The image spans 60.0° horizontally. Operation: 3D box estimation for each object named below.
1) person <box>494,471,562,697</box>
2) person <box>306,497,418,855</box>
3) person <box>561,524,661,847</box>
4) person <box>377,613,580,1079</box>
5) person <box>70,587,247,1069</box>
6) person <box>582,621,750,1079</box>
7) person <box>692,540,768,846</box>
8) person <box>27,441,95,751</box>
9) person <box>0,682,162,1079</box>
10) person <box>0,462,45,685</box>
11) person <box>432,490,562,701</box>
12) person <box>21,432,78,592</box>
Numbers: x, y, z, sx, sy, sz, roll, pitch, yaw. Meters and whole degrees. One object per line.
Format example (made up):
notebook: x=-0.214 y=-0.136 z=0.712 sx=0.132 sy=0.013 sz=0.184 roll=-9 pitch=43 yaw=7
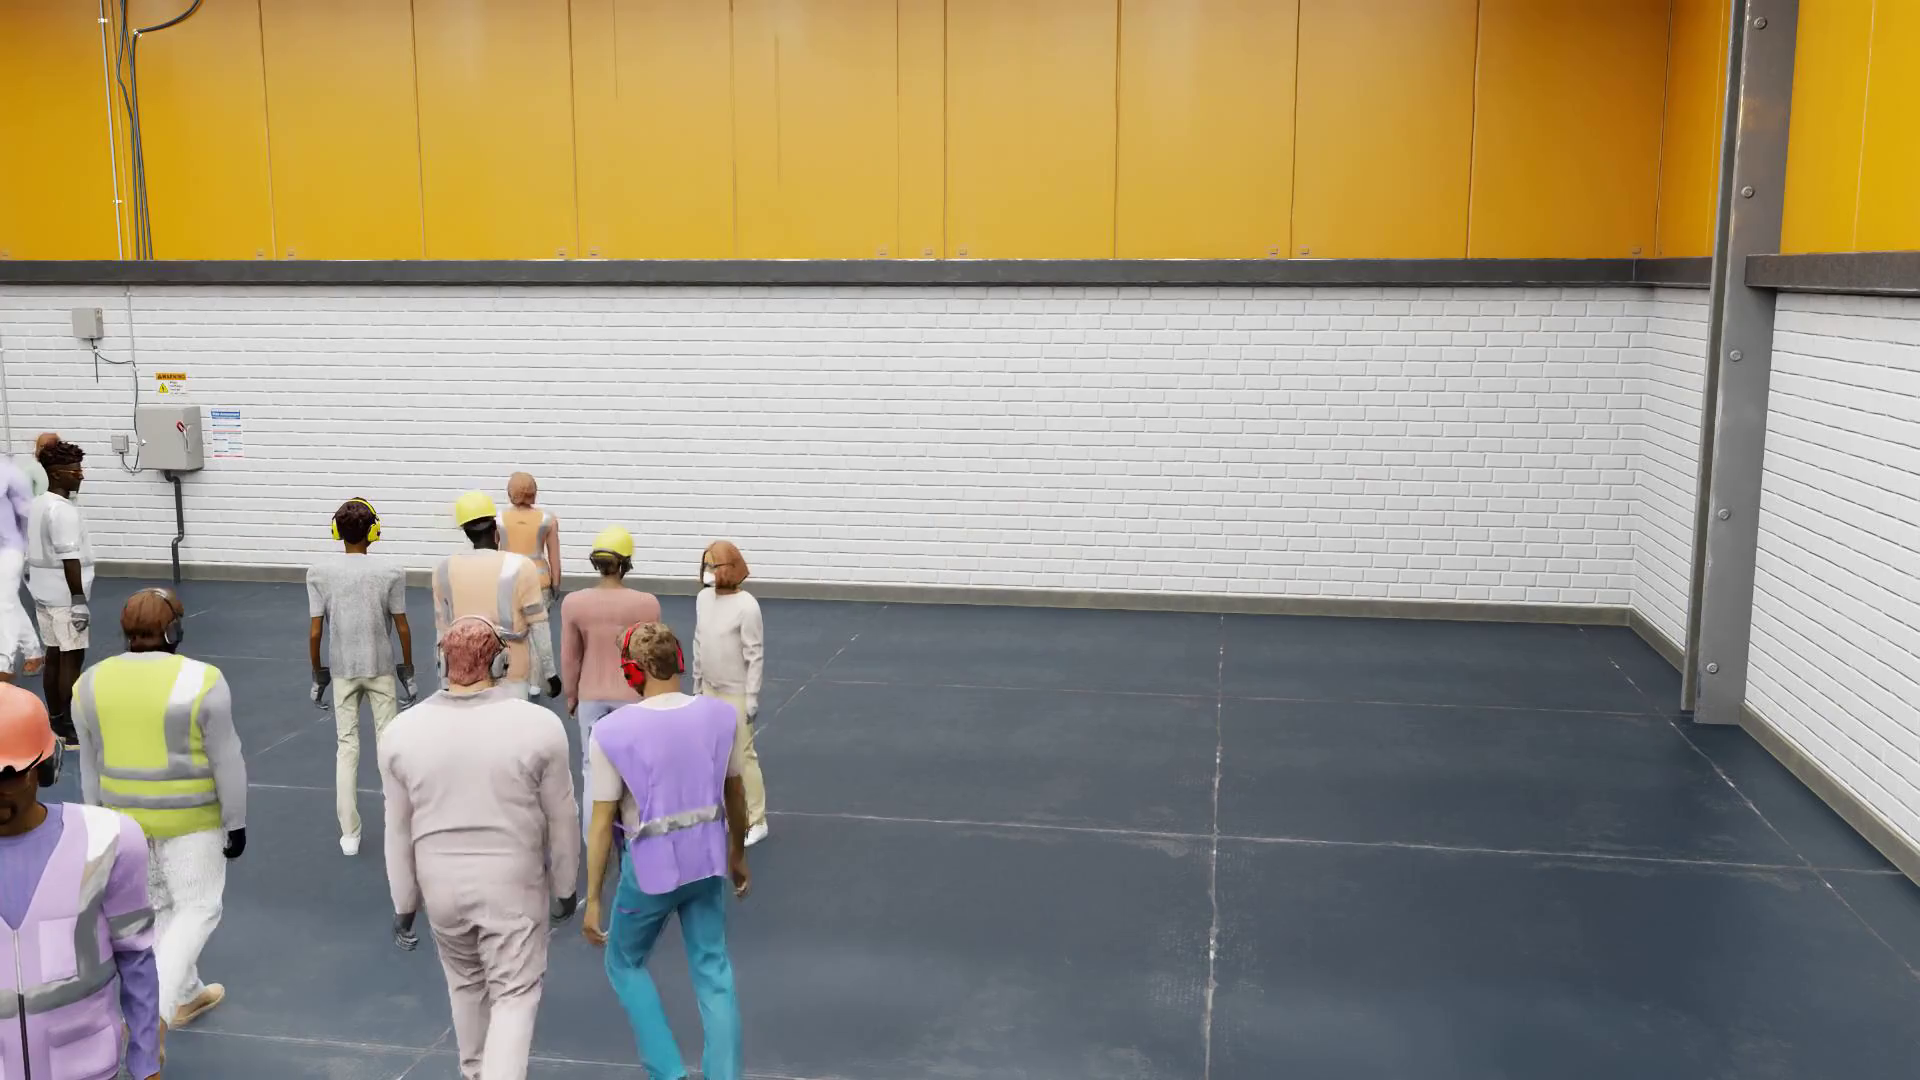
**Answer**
person: x=-3.068 y=0.329 z=11.710 sx=0.532 sy=1.627 sz=0.439 roll=-3 pitch=10 yaw=-16
person: x=-3.107 y=0.708 z=8.660 sx=0.538 sy=1.869 sz=0.313 roll=-2 pitch=9 yaw=-12
person: x=-1.740 y=0.798 z=8.428 sx=0.533 sy=1.765 sz=0.330 roll=1 pitch=9 yaw=5
person: x=-1.630 y=1.196 z=5.658 sx=0.646 sy=1.878 sz=0.850 roll=0 pitch=9 yaw=-1
person: x=-3.101 y=1.096 z=6.424 sx=0.633 sy=1.824 sz=0.778 roll=1 pitch=9 yaw=7
person: x=-1.010 y=1.192 z=5.842 sx=0.677 sy=1.811 sz=0.515 roll=-7 pitch=12 yaw=-37
person: x=-1.238 y=0.805 z=8.794 sx=0.503 sy=1.635 sz=0.277 roll=8 pitch=12 yaw=41
person: x=-5.693 y=0.349 z=10.576 sx=0.608 sy=1.963 sz=0.369 roll=9 pitch=13 yaw=44
person: x=-2.336 y=1.348 z=4.183 sx=0.615 sy=2.039 sz=0.391 roll=-5 pitch=10 yaw=-26
person: x=-7.090 y=0.136 z=12.104 sx=0.646 sy=1.884 sz=0.961 roll=0 pitch=9 yaw=3
person: x=-2.482 y=0.690 z=8.722 sx=0.616 sy=1.887 sz=0.850 roll=3 pitch=10 yaw=16
person: x=-8.255 y=-0.194 z=15.024 sx=0.679 sy=1.606 sz=0.508 roll=7 pitch=11 yaw=35
